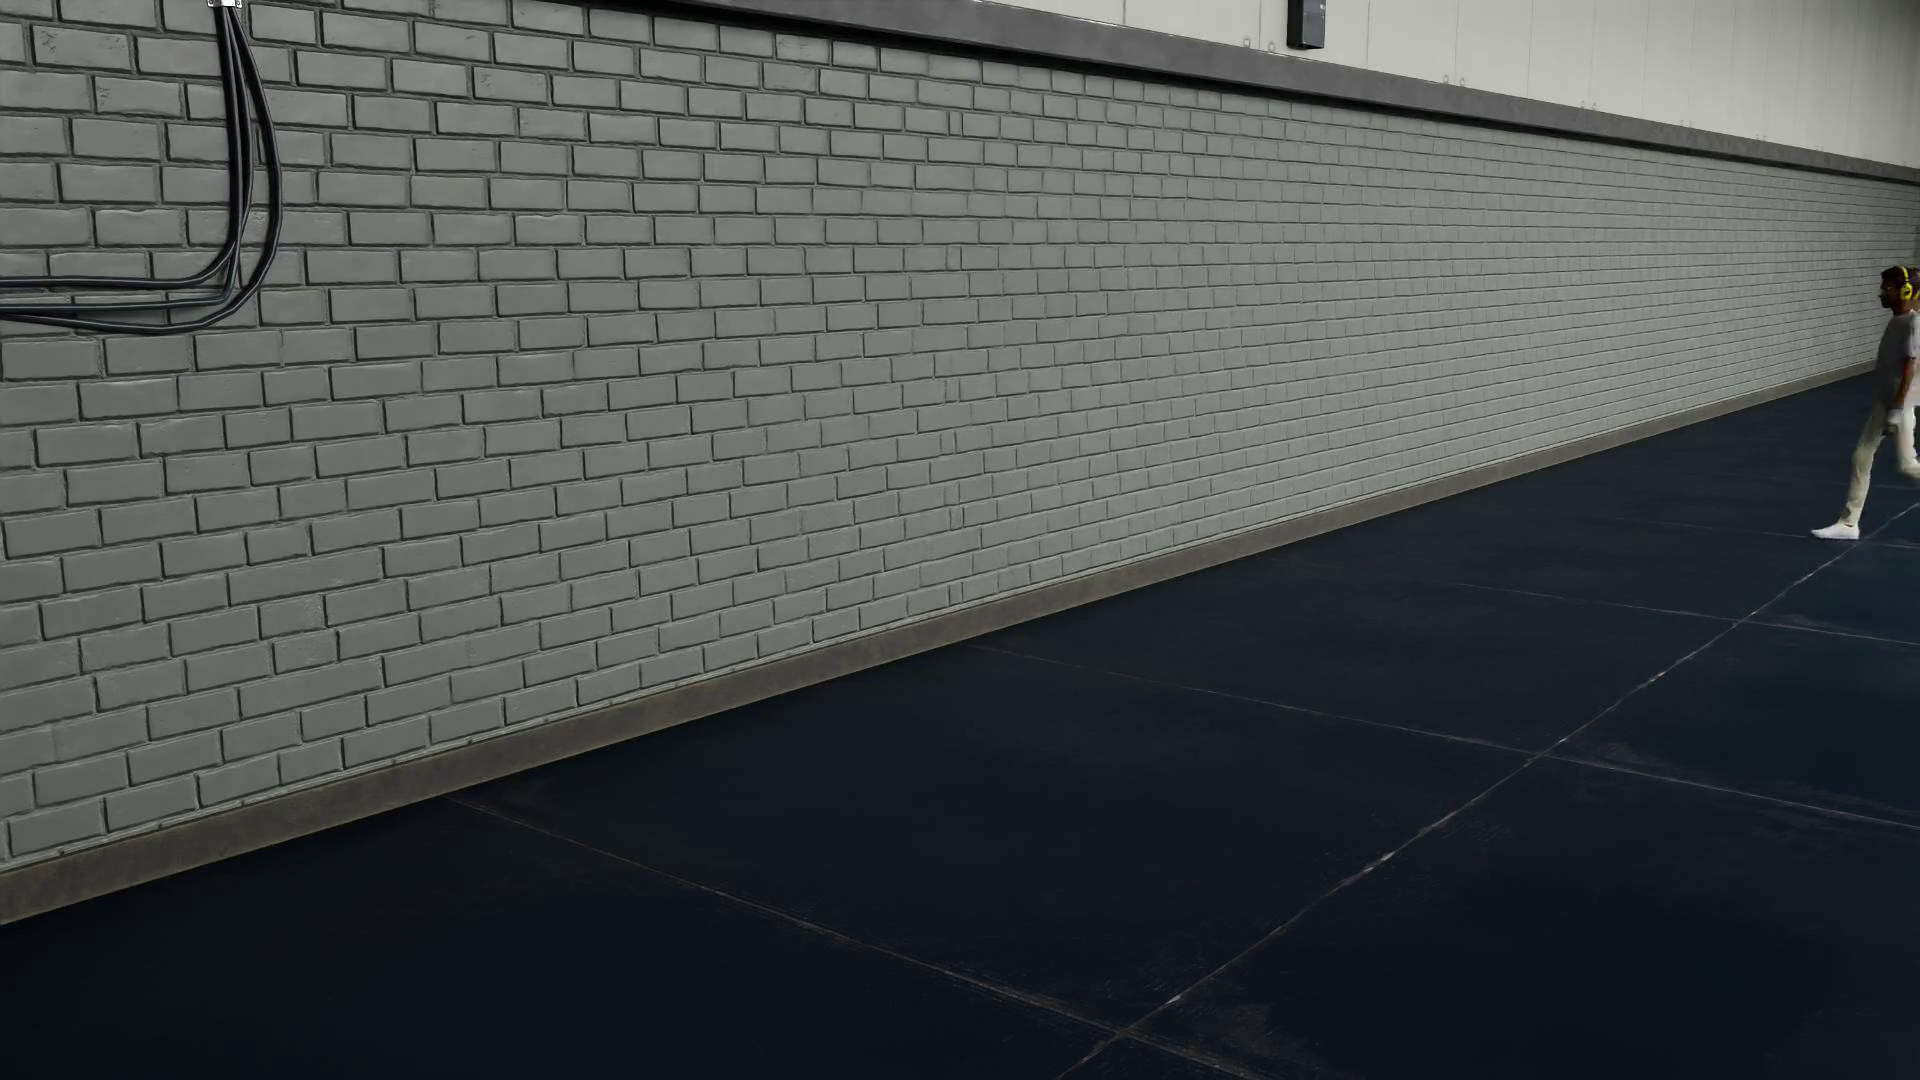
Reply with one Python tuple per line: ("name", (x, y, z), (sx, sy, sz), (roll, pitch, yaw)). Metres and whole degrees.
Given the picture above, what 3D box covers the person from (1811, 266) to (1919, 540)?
("person", (6.277, -0.894, 11.047), (0.890, 1.842, 0.526), (1, 10, 7))
